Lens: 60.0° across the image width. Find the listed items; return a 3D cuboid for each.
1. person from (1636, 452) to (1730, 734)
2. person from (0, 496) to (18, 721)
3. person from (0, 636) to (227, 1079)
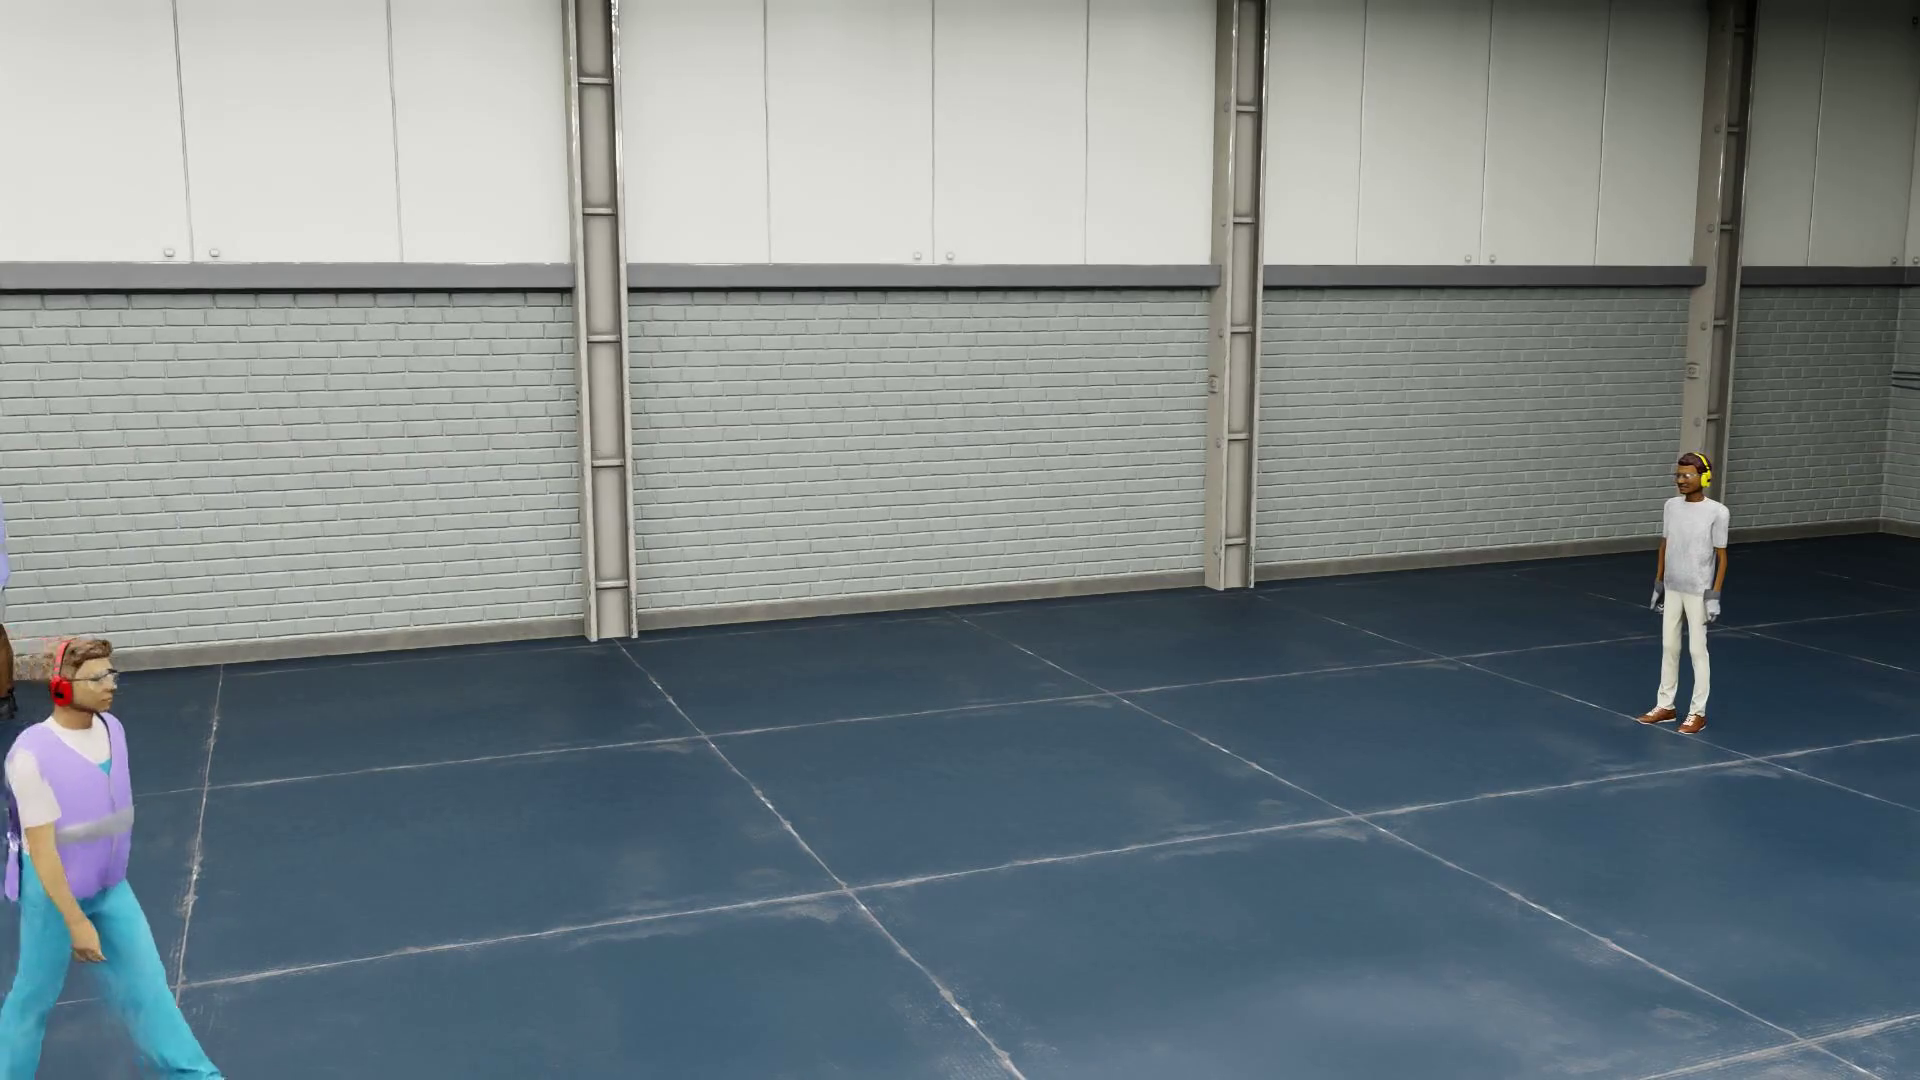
[{"bbox_3d":[4.831,0.348,11.068,0.327,1.872,0.516,-5,11,-31],"label":"person"},{"bbox_3d":[-6.660,0.278,11.293,0.360,1.939,0.543,-3,10,-20],"label":"person"},{"bbox_3d":[-2.981,1.225,5.751,0.971,1.800,0.564,1,9,7],"label":"person"}]
